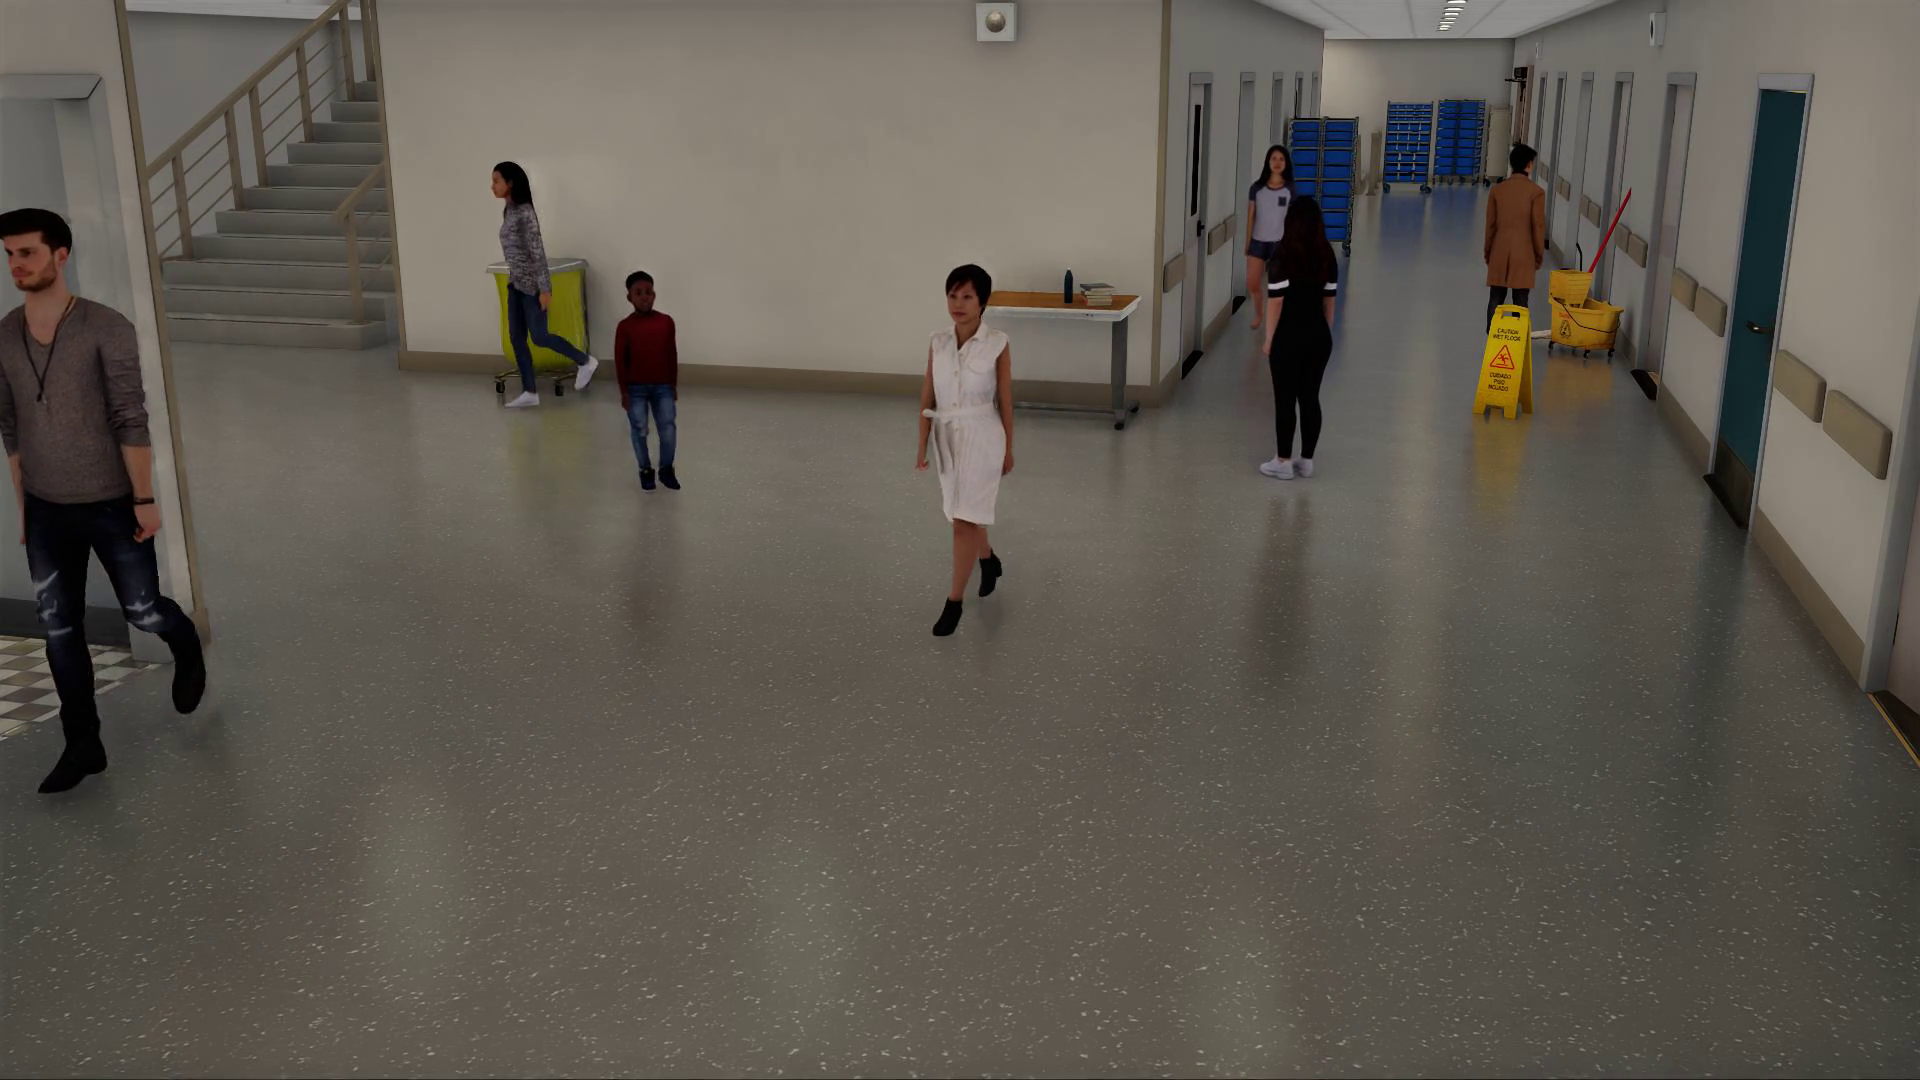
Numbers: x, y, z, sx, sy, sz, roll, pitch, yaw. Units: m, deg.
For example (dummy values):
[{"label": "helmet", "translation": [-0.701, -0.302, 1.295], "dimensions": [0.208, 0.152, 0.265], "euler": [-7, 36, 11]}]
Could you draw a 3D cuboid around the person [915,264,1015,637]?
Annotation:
[{"label": "person", "translation": [0.057, -0.397, 7.142], "dimensions": [0.675, 1.518, 1.038], "euler": [7, 17, 24]}]

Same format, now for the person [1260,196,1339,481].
[{"label": "person", "translation": [1.974, -1.172, 9.670], "dimensions": [0.716, 1.638, 0.760], "euler": [-6, 17, -22]}]

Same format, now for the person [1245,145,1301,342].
[{"label": "person", "translation": [2.752, -2.628, 14.722], "dimensions": [0.600, 1.698, 0.656], "euler": [4, 16, 14]}]

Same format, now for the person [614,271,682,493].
[{"label": "person", "translation": [-1.781, -0.892, 9.405], "dimensions": [0.622, 1.244, 0.678], "euler": [-6, 17, -22]}]

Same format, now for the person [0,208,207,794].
[{"label": "person", "translation": [-2.878, -0.149, 5.594], "dimensions": [0.880, 1.880, 1.178], "euler": [0, 16, 1]}]

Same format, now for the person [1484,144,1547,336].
[{"label": "person", "translation": [4.583, -2.400, 13.788], "dimensions": [0.728, 1.725, 0.731], "euler": [11, 19, 33]}]

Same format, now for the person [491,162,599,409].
[{"label": "person", "translation": [-2.937, -1.769, 11.668], "dimensions": [1.037, 1.704, 0.939], "euler": [-11, 19, -34]}]
